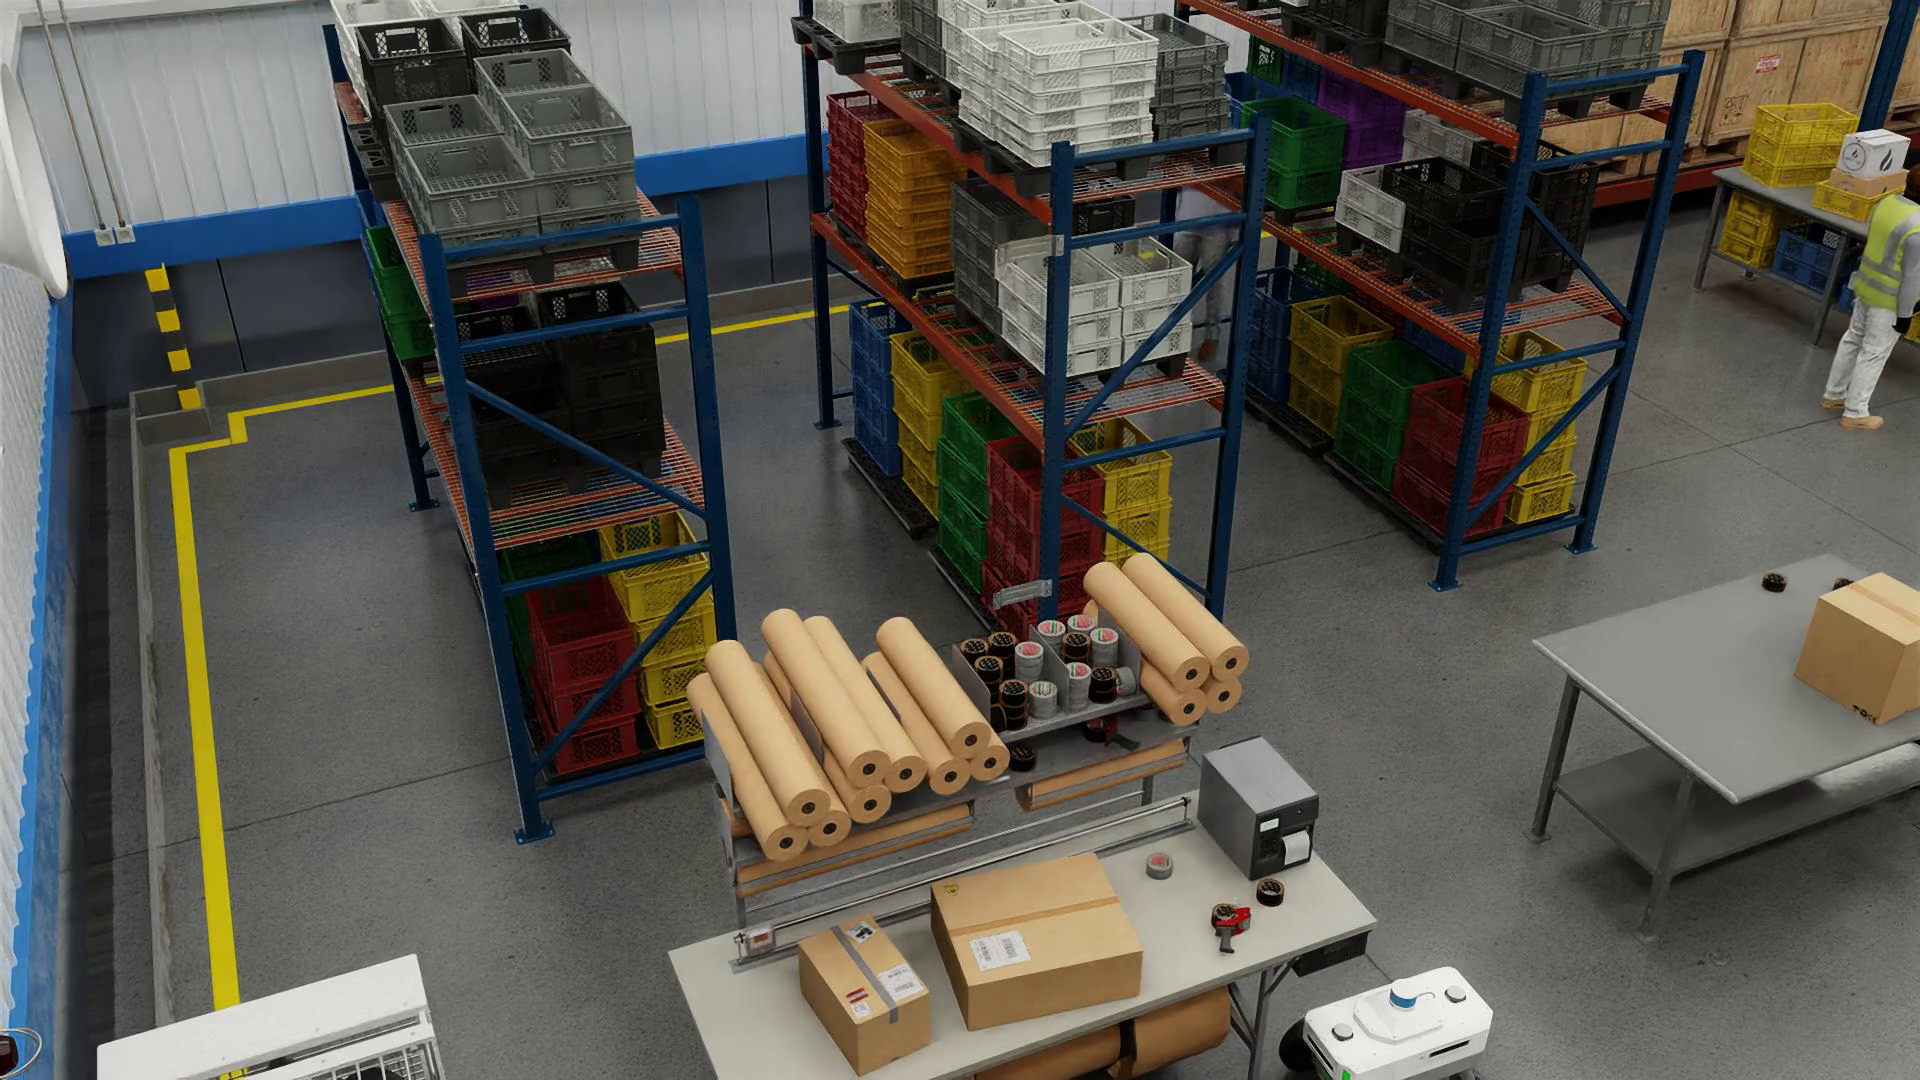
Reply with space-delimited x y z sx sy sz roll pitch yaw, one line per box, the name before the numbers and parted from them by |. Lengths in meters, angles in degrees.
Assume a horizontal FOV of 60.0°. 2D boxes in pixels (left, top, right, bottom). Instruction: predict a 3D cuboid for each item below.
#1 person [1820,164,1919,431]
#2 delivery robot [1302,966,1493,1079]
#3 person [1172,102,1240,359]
person | 6.201 -1.627 11.114 0.430 1.836 0.618 2 32 3
delivery robot | 1.701 1.916 6.477 0.707 0.478 0.477 -12 33 -18
person | 1.766 -2.259 12.034 0.631 1.938 0.362 18 36 26
